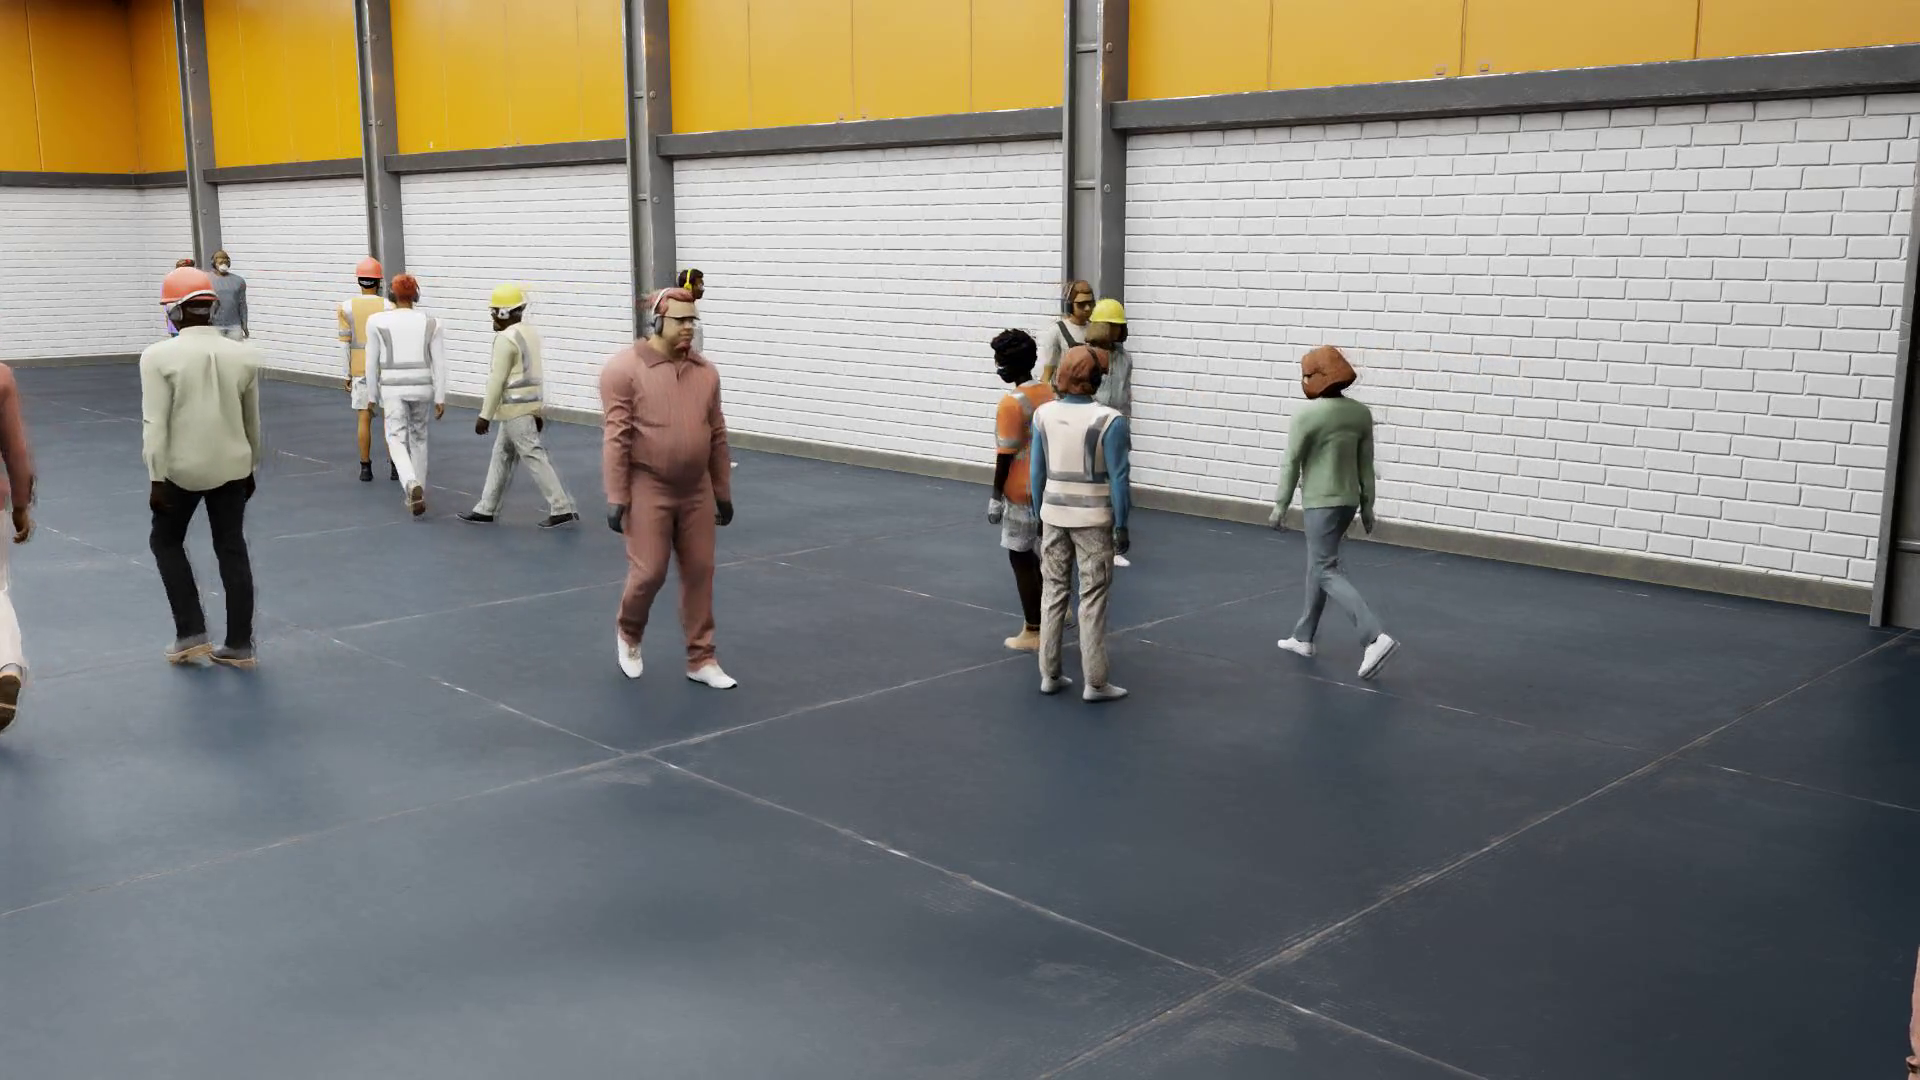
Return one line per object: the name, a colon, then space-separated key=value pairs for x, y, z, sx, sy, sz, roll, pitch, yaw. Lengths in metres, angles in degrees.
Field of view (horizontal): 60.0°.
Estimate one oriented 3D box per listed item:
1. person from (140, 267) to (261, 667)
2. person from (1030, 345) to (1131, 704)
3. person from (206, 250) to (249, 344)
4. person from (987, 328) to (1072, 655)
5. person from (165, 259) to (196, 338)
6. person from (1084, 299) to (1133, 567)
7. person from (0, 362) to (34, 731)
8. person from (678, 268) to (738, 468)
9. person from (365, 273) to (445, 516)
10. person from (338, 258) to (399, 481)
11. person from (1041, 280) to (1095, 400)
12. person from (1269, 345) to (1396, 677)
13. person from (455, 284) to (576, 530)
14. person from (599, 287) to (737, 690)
person: x=-3.764 y=-0.349 z=8.214 sx=0.618 sy=1.971 sz=0.656 roll=8 pitch=13 yaw=36
person: x=0.547 y=-0.069 z=7.621 sx=0.522 sy=1.636 sz=0.309 roll=8 pitch=13 yaw=38
person: x=-9.451 y=-2.743 z=21.378 sx=0.632 sy=1.940 sz=0.372 roll=-10 pitch=14 yaw=-43
person: x=0.331 y=-0.240 z=8.447 sx=0.373 sy=1.670 sz=0.558 roll=6 pitch=12 yaw=28
person: x=-9.425 y=-2.494 z=20.279 sx=0.572 sy=1.843 sz=0.373 roll=4 pitch=11 yaw=22
person: x=0.878 y=-0.702 z=10.818 sx=0.489 sy=1.731 sz=0.556 roll=-8 pitch=13 yaw=-36
person: x=-4.301 y=-0.137 z=7.126 sx=0.633 sy=1.966 sz=0.840 roll=-8 pitch=13 yaw=-38
person: x=-2.520 y=-1.565 z=15.245 sx=0.868 sy=1.841 sz=0.528 roll=1 pitch=10 yaw=4
person: x=-4.213 y=-1.107 z=12.708 sx=0.575 sy=1.859 sz=0.847 roll=-6 pitch=12 yaw=-29
person: x=-5.089 y=-1.475 z=14.468 sx=0.552 sy=1.937 sz=0.356 roll=-2 pitch=11 yaw=-13
person: x=0.893 y=-0.905 z=11.698 sx=0.537 sy=1.815 sz=0.770 roll=-10 pitch=14 yaw=-42
person: x=1.867 y=-0.154 z=8.185 sx=0.505 sy=1.600 sz=0.789 roll=-7 pitch=12 yaw=-33
person: x=-3.226 y=-0.951 z=12.034 sx=0.930 sy=1.786 sz=0.595 roll=0 pitch=10 yaw=1
person: x=-1.356 y=-0.234 z=7.819 sx=0.690 sy=1.893 sz=0.572 roll=-9 pitch=14 yaw=-41
